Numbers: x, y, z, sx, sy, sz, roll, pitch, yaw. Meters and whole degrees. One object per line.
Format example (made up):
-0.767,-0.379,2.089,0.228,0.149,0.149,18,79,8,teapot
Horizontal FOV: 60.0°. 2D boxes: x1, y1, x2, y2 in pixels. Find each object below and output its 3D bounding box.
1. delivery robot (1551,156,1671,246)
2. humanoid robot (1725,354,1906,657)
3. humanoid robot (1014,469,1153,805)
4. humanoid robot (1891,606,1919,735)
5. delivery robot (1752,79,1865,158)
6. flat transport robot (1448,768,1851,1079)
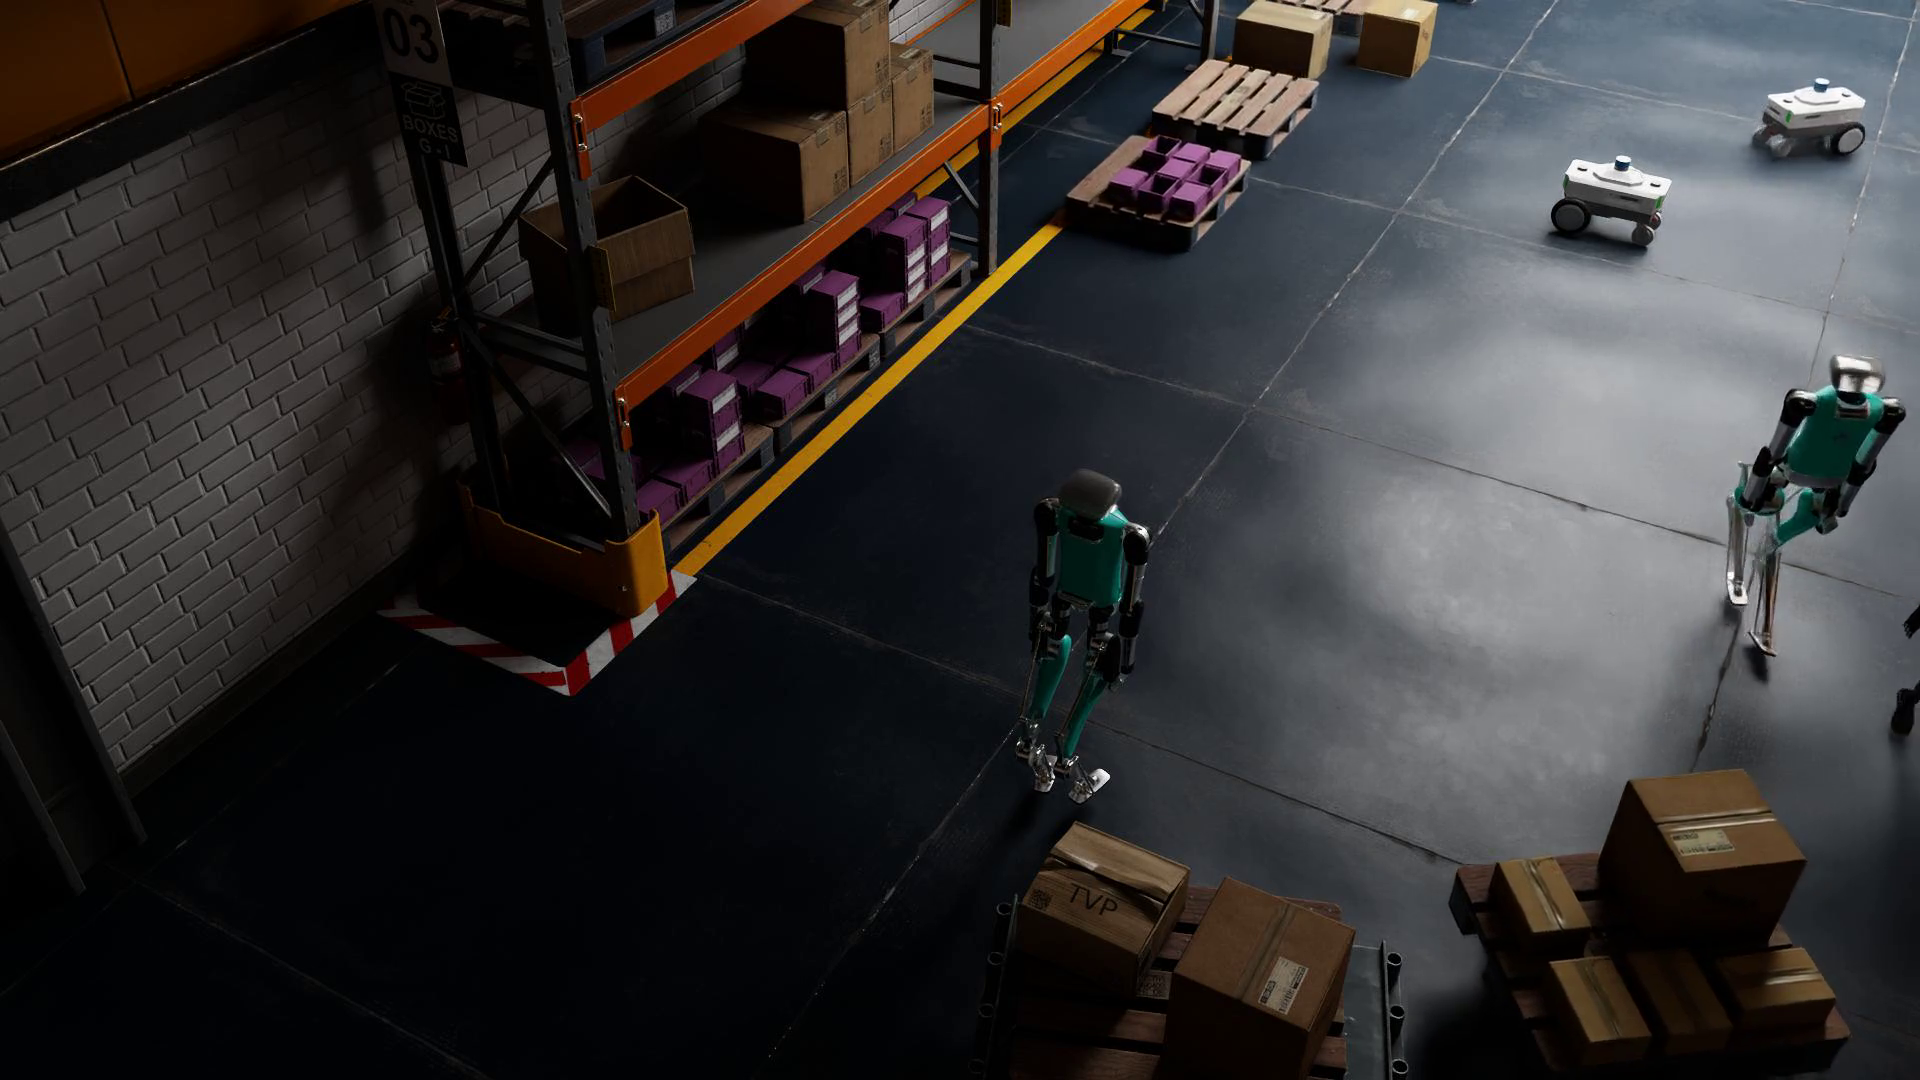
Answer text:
4.761,-2.516,12.113,0.739,0.566,0.499,19,42,22,delivery robot
4.178,-0.288,8.399,0.530,1.750,0.892,5,39,6,humanoid robot
0.449,0.537,7.265,0.533,1.677,0.735,19,42,22,humanoid robot
4.768,0.322,7.693,0.610,1.647,0.327,10,40,12,humanoid robot
6.769,-3.351,13.196,0.808,0.614,0.499,-8,39,-10,delivery robot
2.756,1.951,6.781,0.659,0.231,1.431,-5,39,-6,flat transport robot
